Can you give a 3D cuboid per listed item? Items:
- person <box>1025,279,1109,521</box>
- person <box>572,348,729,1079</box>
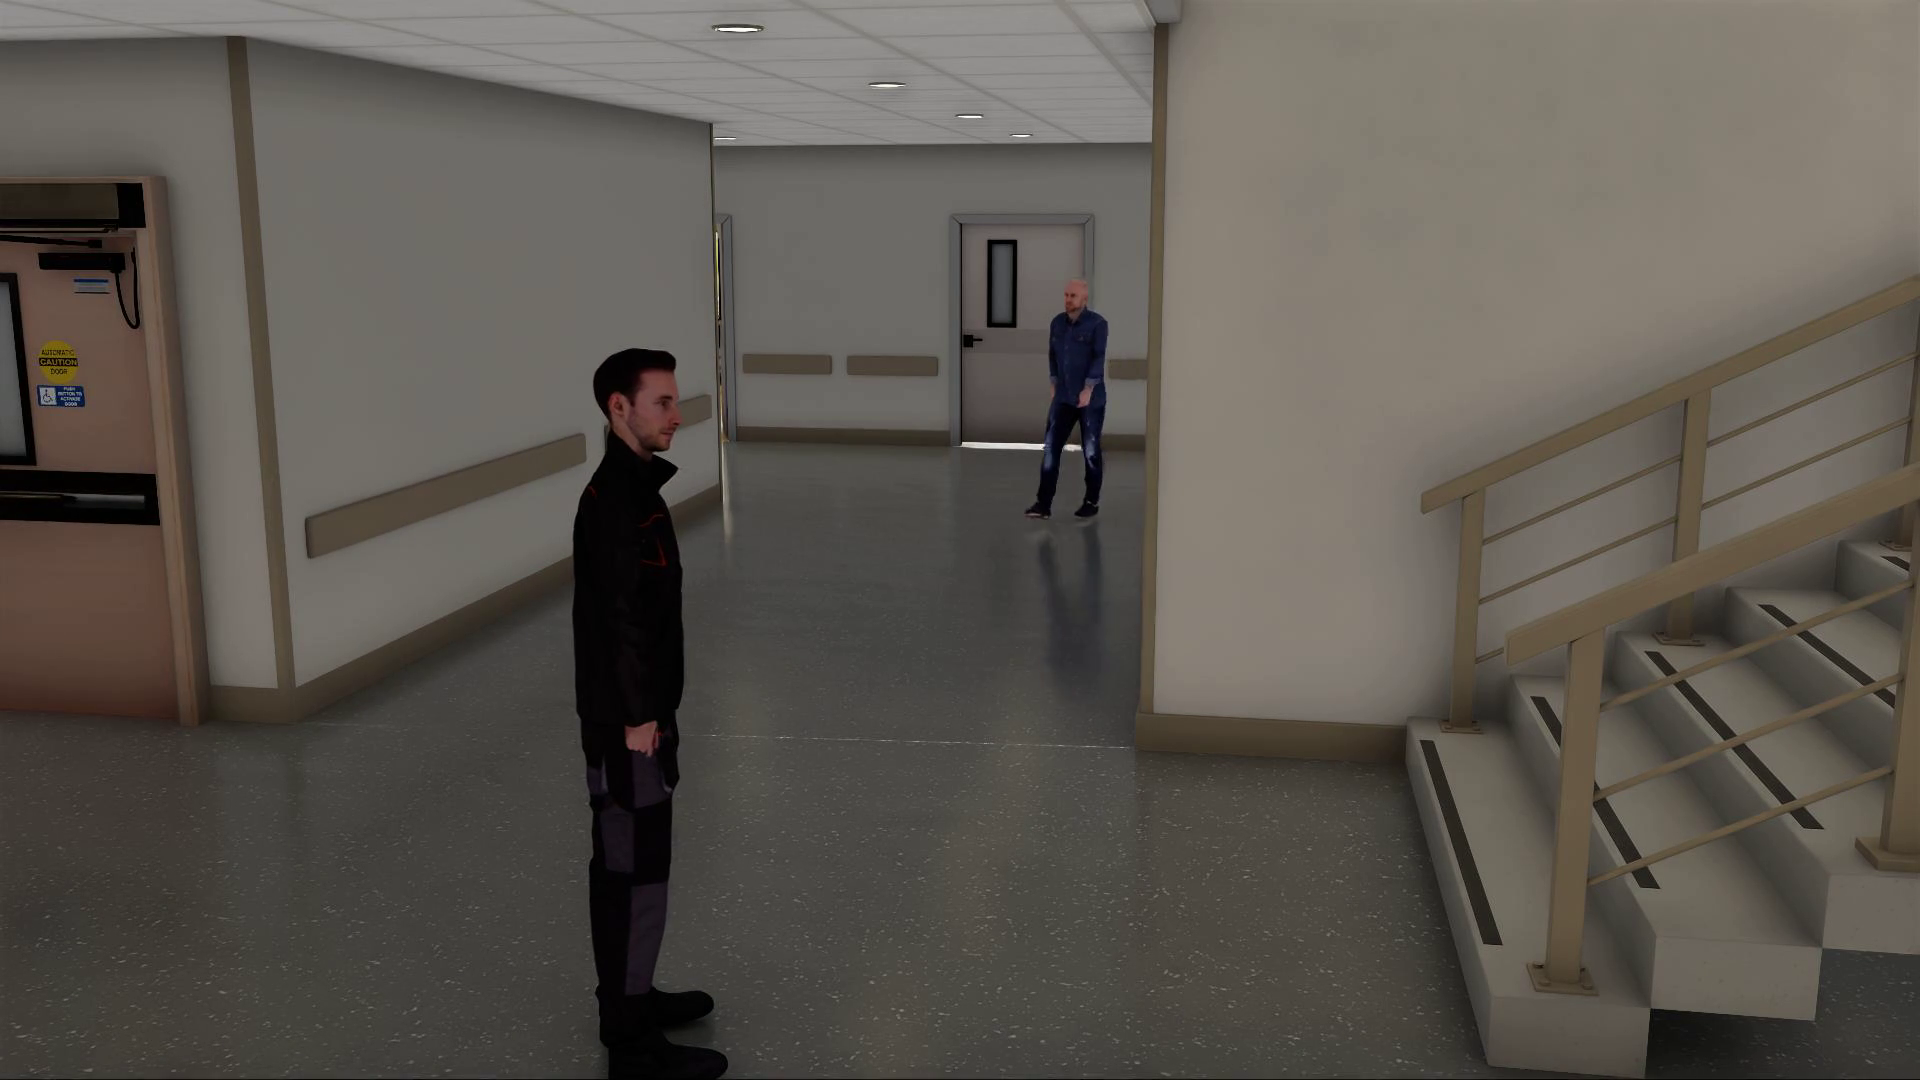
[{"bbox_3d":[0.932,-1.033,12.484,1.051,1.794,0.992,7,13,33],"label":"person"},{"bbox_3d":[-0.851,0.450,4.355,0.717,1.911,0.765,-2,11,-9],"label":"person"}]
